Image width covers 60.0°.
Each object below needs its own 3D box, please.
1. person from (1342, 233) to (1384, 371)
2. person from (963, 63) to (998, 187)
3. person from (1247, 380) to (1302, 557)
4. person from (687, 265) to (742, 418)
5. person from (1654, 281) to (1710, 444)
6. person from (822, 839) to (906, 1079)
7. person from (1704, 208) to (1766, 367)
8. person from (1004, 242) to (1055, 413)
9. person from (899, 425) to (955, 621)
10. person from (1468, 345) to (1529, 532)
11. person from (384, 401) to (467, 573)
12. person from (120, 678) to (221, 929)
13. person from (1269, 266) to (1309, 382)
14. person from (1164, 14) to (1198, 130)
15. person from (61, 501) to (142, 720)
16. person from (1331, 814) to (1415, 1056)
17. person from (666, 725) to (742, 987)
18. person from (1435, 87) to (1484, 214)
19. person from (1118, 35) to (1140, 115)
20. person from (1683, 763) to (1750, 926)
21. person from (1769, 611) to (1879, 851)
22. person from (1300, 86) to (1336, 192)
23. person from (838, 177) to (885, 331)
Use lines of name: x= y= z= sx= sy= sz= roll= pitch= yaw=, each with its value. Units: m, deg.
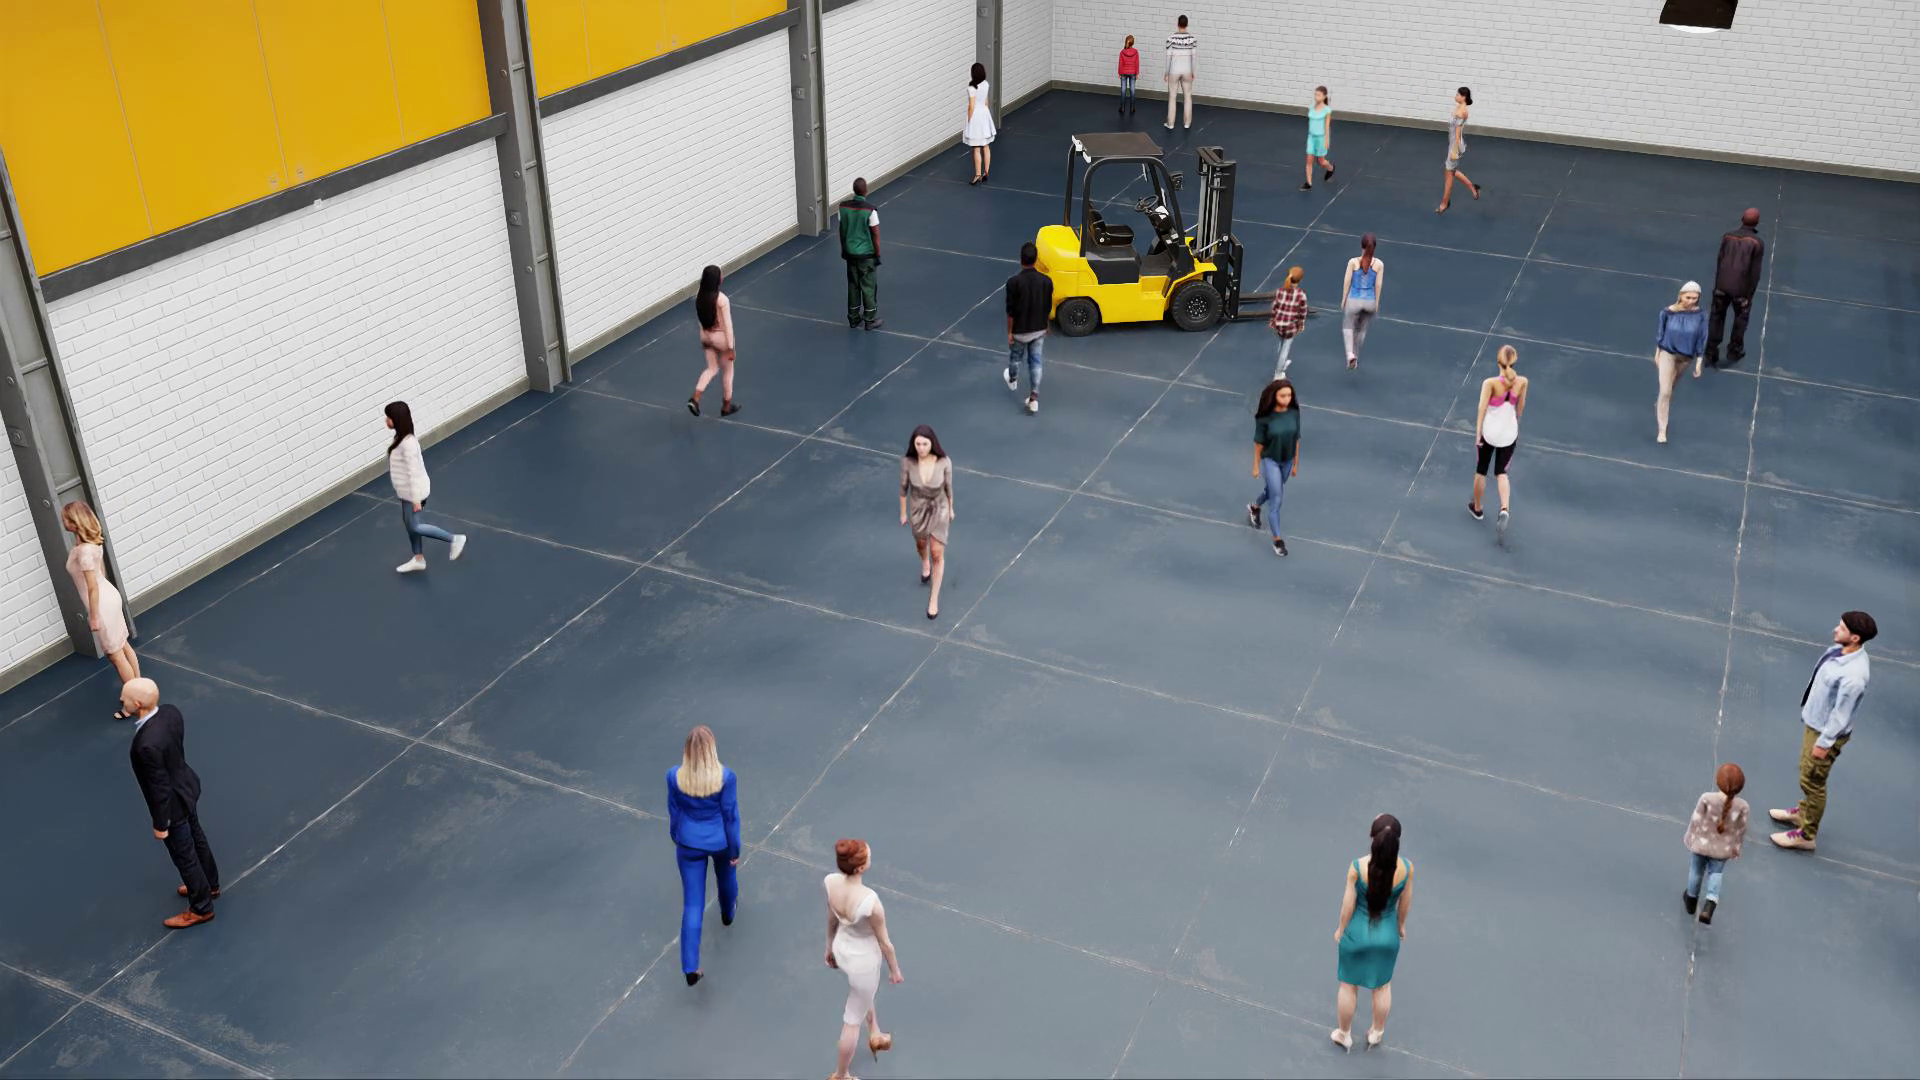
person: x=4.471 y=-2.614 z=18.555 sx=0.724 sy=1.595 sz=0.928 roll=3 pitch=29 yaw=6
person: x=0.287 y=-6.243 z=24.986 sx=0.777 sy=1.808 sz=0.865 roll=-25 pitch=37 yaw=-38
person: x=2.842 y=-0.723 z=15.105 sx=1.024 sy=1.580 sz=1.119 roll=-8 pitch=30 yaw=-15
person: x=-2.603 y=-2.025 z=17.361 sx=0.759 sy=1.704 sz=0.997 roll=20 pitch=35 yaw=33
person: x=7.383 y=-1.894 z=17.175 sx=0.796 sy=1.653 sz=1.223 roll=6 pitch=29 yaw=12
person: x=-0.645 y=2.401 z=9.172 sx=0.725 sy=1.776 sz=0.852 roll=25 pitch=37 yaw=38
person: x=8.660 y=-2.819 z=18.707 sx=0.868 sy=1.809 sz=0.988 roll=24 pitch=37 yaw=37
person: x=0.751 y=-2.216 z=17.641 sx=1.115 sy=1.771 sz=1.234 roll=-7 pitch=29 yaw=-12
person: x=-0.261 y=-0.237 z=14.089 sx=0.843 sy=1.699 sz=1.136 roll=3 pitch=29 yaw=5
person: x=4.955 y=-0.901 z=15.233 sx=0.878 sy=1.769 sz=1.075 roll=-1 pitch=29 yaw=-2
person: x=-4.734 y=-0.463 z=14.583 sx=0.983 sy=1.623 sz=0.907 roll=-12 pitch=31 yaw=-21
person: x=-4.995 y=1.637 z=10.547 sx=0.830 sy=1.800 sz=0.728 roll=-5 pitch=29 yaw=-8
person: x=3.600 y=-2.371 z=18.449 sx=0.608 sy=1.271 sz=0.785 roll=18 pitch=33 yaw=29
person: x=3.691 y=-7.837 z=27.852 sx=0.769 sy=1.861 sz=0.753 roll=-1 pitch=29 yaw=-3
person: x=-6.456 y=0.519 z=12.565 sx=0.699 sy=1.830 sz=0.620 roll=-7 pitch=29 yaw=-12
person: x=2.350 y=2.259 z=9.525 sx=0.621 sy=1.688 sz=0.610 roll=0 pitch=29 yaw=-1
person: x=-1.563 y=1.938 z=10.142 sx=0.939 sy=1.660 sz=1.237 roll=0 pitch=29 yaw=0
person: x=7.155 y=-5.548 z=23.711 sx=0.820 sy=1.809 sz=0.891 roll=4 pitch=29 yaw=6
person: x=2.929 y=-8.095 z=28.892 sx=0.583 sy=1.318 sz=0.603 roll=0 pitch=29 yaw=1
person: x=4.805 y=1.953 z=10.611 sx=0.520 sy=1.186 sz=0.685 roll=9 pitch=30 yaw=16
person: x=5.851 y=1.271 z=11.207 sx=0.723 sy=1.811 sz=0.478 roll=12 pitch=31 yaw=22
person: x=5.376 y=-5.995 z=24.813 sx=1.009 sy=1.538 sz=0.770 roll=-24 pitch=36 yaw=-36
person: x=-1.179 y=-3.407 z=19.755 sx=0.681 sy=1.839 sz=0.582 roll=14 pitch=31 yaw=23
